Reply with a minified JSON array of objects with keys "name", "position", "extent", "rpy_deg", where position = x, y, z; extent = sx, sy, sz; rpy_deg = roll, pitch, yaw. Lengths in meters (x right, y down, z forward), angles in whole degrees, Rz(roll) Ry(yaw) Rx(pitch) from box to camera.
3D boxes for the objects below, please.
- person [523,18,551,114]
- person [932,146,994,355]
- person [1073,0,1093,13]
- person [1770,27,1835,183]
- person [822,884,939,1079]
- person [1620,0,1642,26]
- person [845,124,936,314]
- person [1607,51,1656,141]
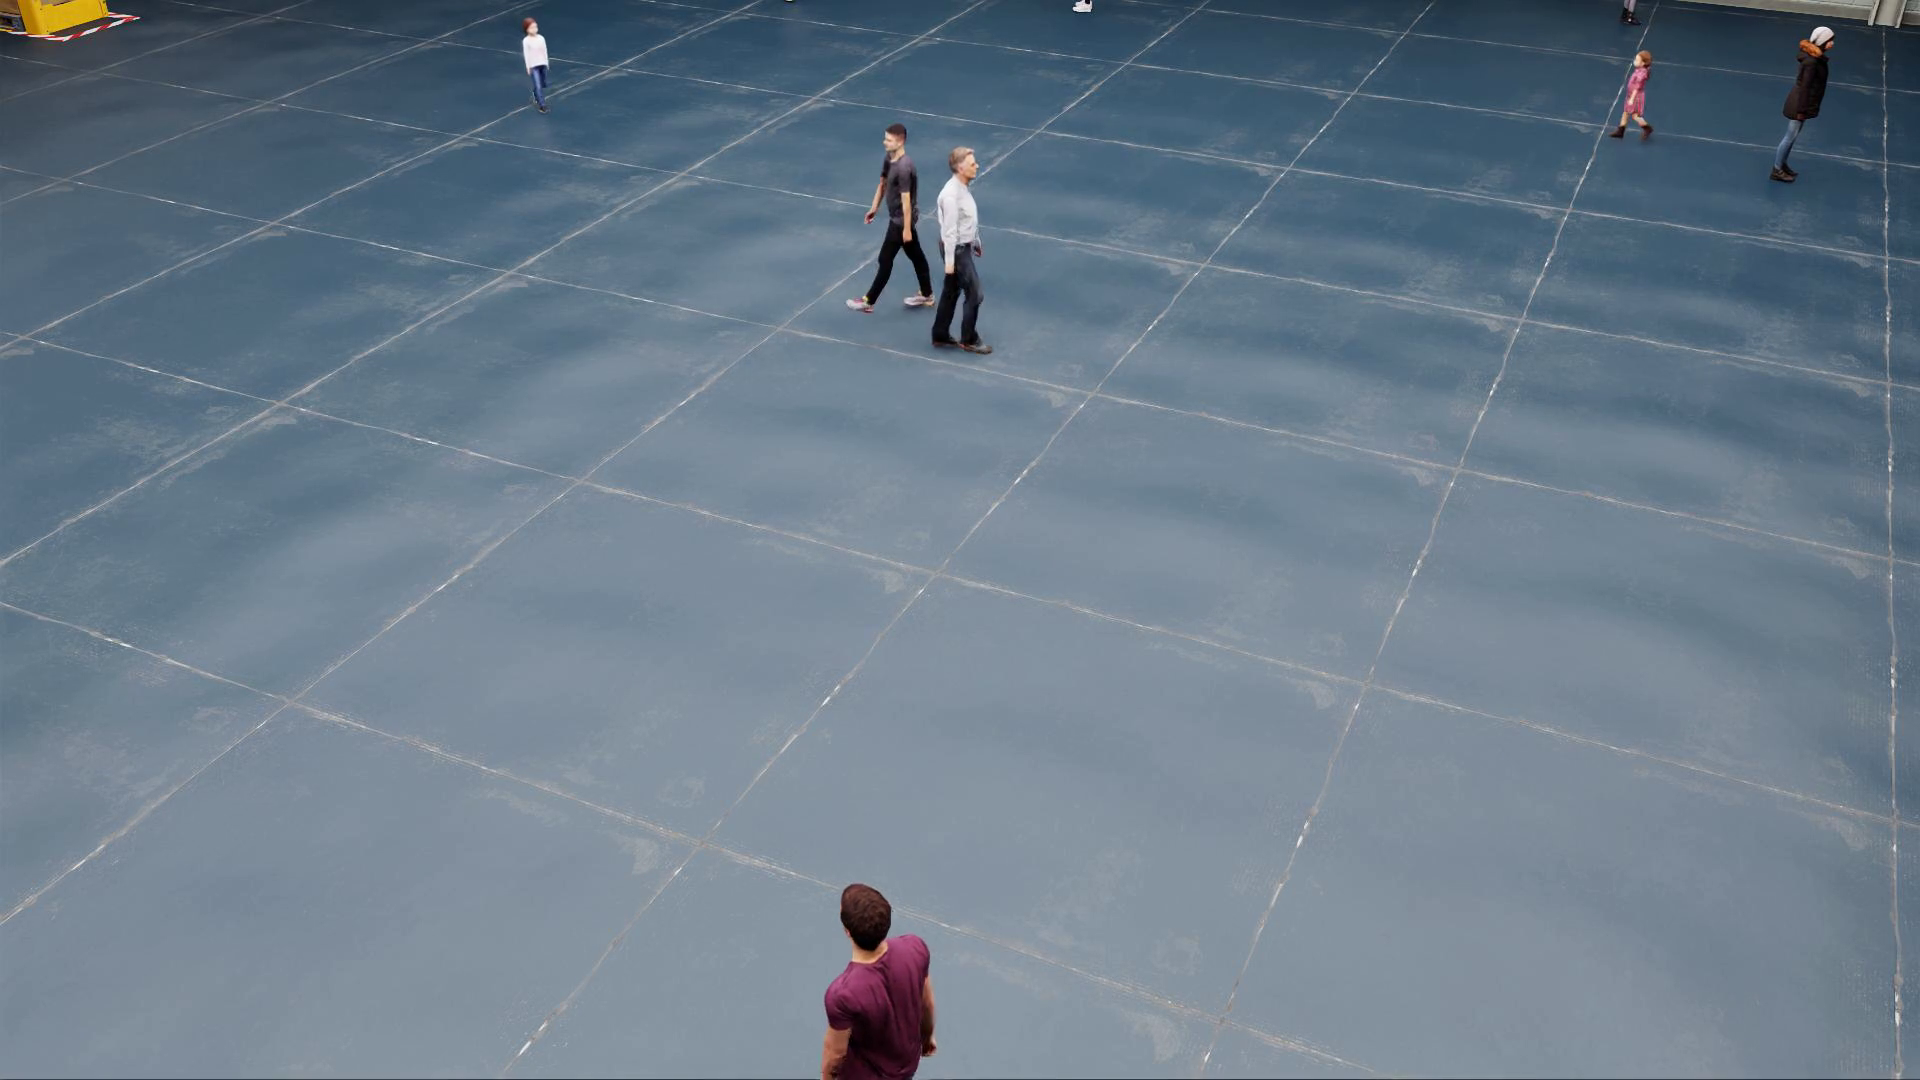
[{"name":"person","position":[-5.078,-5.689,19.877],"extent":[0.608,1.100,0.749],"rpy_deg":[-23,39,-32]},{"name":"person","position":[-0.106,-2.458,14.099],"extent":[0.887,1.799,0.794],"rpy_deg":[4,32,6]},{"name":"person","position":[1.803,-8.394,23.561],"extent":[0.582,1.743,0.603],"rpy_deg":[9,33,14]},{"name":"person","position":[8.986,-4.666,17.755],"extent":[0.606,1.634,0.625],"rpy_deg":[17,36,25]},{"name":"person","position":[-0.276,2.159,6.741],"extent":[0.774,1.841,0.760],"rpy_deg":[-26,41,-35]},{"name":"person","position":[9.440,-7.871,23.168],"extent":[0.597,1.279,0.566],"rpy_deg":[0,32,0]},{"name":"person","position":[-0.430,-2.836,14.770],"extent":[1.178,1.723,1.046],"rpy_deg":[-5,33,-8]},{"name":"person","position":[7.734,-5.040,18.933],"extent":[0.731,1.009,0.515],"rpy_deg":[7,33,12]}]
